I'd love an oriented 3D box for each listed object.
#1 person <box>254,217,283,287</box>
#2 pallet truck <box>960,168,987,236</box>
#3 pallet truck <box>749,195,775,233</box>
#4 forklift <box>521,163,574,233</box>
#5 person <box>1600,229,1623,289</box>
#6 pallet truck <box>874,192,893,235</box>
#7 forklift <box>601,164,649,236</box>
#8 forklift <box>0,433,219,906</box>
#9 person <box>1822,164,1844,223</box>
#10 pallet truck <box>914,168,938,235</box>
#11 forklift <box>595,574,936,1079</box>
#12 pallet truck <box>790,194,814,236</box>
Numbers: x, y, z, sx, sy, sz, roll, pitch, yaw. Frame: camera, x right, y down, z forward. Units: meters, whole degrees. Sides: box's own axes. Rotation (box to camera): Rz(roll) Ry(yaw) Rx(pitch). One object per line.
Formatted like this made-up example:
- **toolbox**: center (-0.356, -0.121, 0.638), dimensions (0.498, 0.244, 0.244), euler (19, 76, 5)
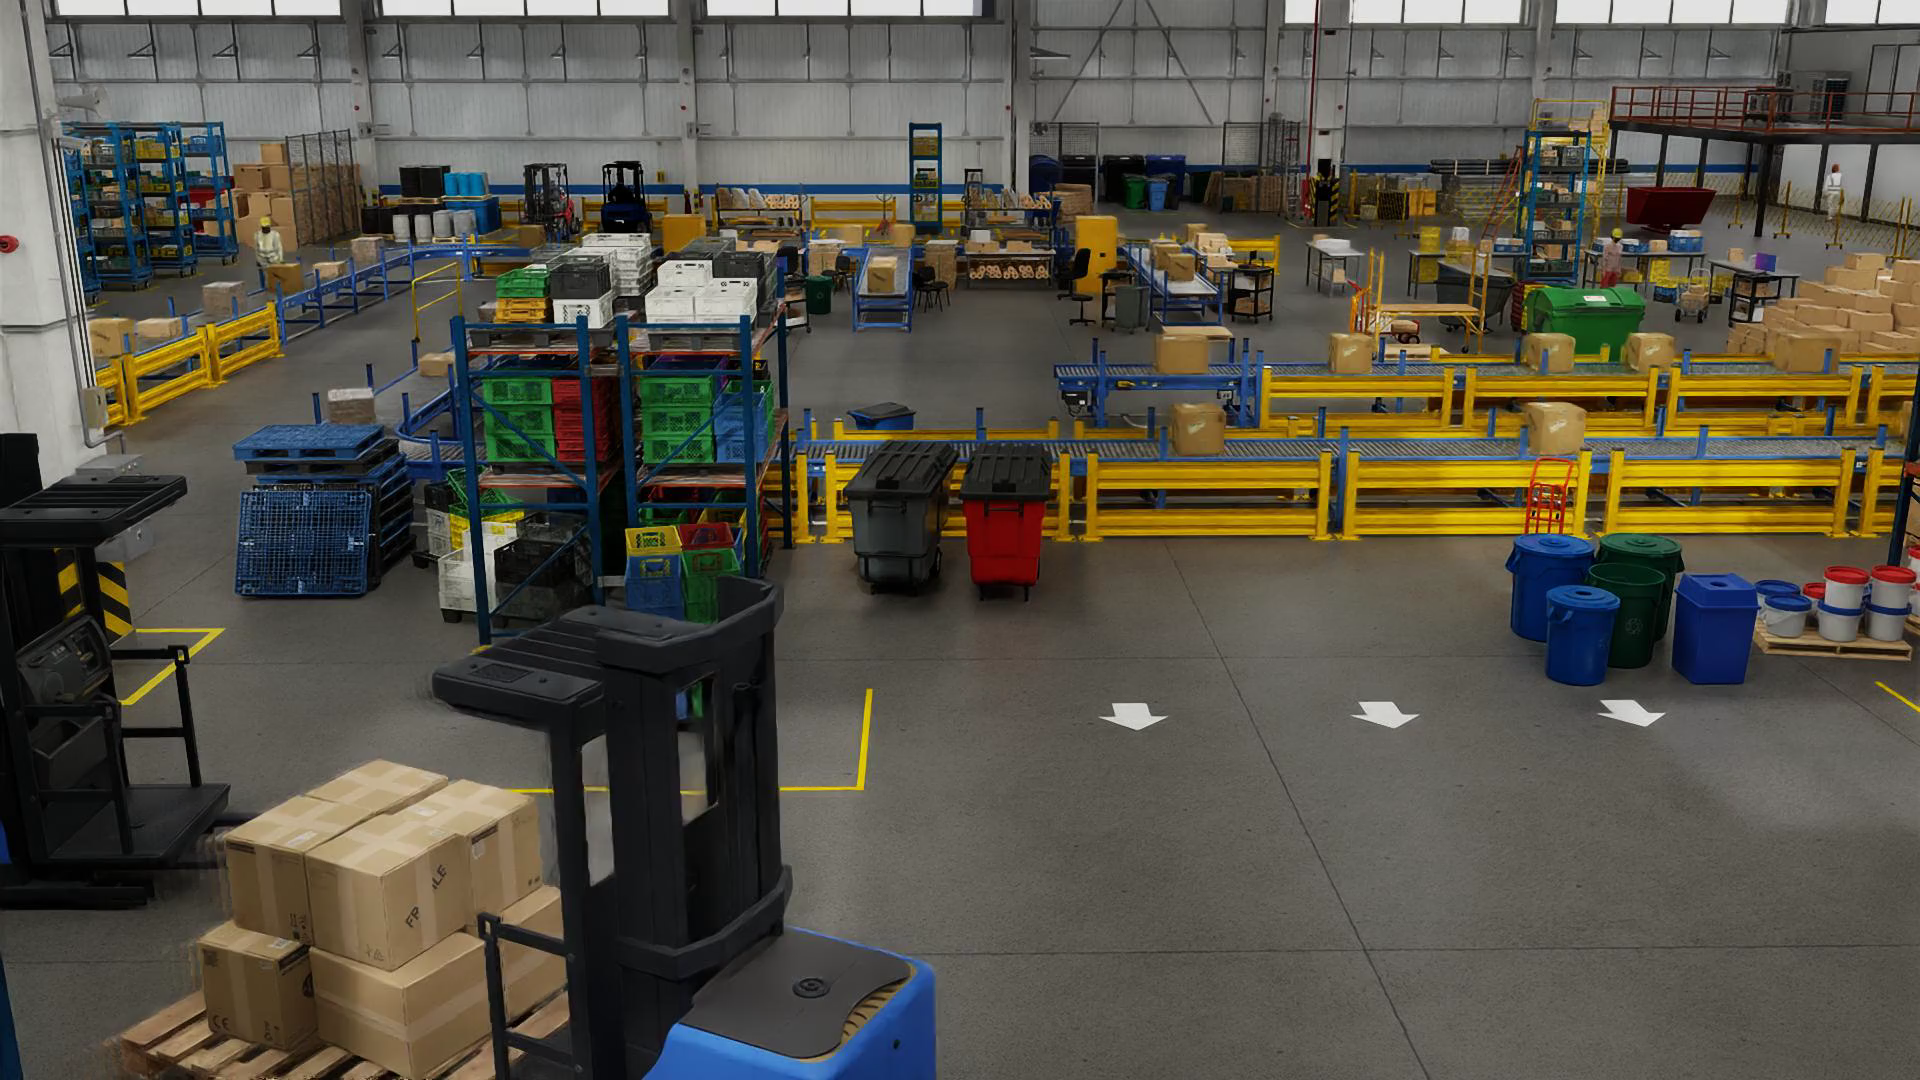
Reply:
- **person**: center (-15.144, -6.185, 36.484), dimensions (0.591, 1.818, 0.524), euler (-2, 16, -8)
- **pallet truck**: center (0.383, -10.230, 50.206), dimensions (0.823, 1.965, 1.885), euler (-1, 16, -3)
- **pallet truck**: center (-6.051, -9.967, 50.660), dimensions (0.680, 1.201, 1.601), euler (0, 16, -1)
- **forklift**: center (-12.233, -10.122, 49.298), dimensions (1.157, 1.987, 2.680), euler (0, 16, -1)
- **person**: center (13.474, -5.551, 34.374), dimensions (0.525, 1.759, 0.337), euler (-7, 18, -24)
- **pallet truck**: center (-2.277, -9.986, 50.594), dimensions (0.653, 1.274, 1.630), euler (0, 16, -1)
- **forklift**: center (-9.948, -10.127, 49.296), dimensions (1.157, 1.987, 2.680), euler (-1, 16, -3)
- **forklift**: center (-5.952, 0.780, 10.366), dimensions (1.873, 2.768, 1.129), euler (0, 16, -1)
- **person**: center (28.274, -11.236, 53.925), dimensions (0.621, 1.869, 0.426), euler (-2, 16, -5)
- **pallet truck**: center (-0.989, -10.316, 50.507), dimensions (0.823, 1.965, 1.885), euler (1, 16, 3)
- **forklift**: center (-1.130, 1.611, 7.476), dimensions (1.873, 2.768, 1.129), euler (8, 18, 26)
- **pallet truck**: center (-4.814, -9.883, 50.259), dimensions (0.704, 1.261, 1.522), euler (-1, 16, -3)
